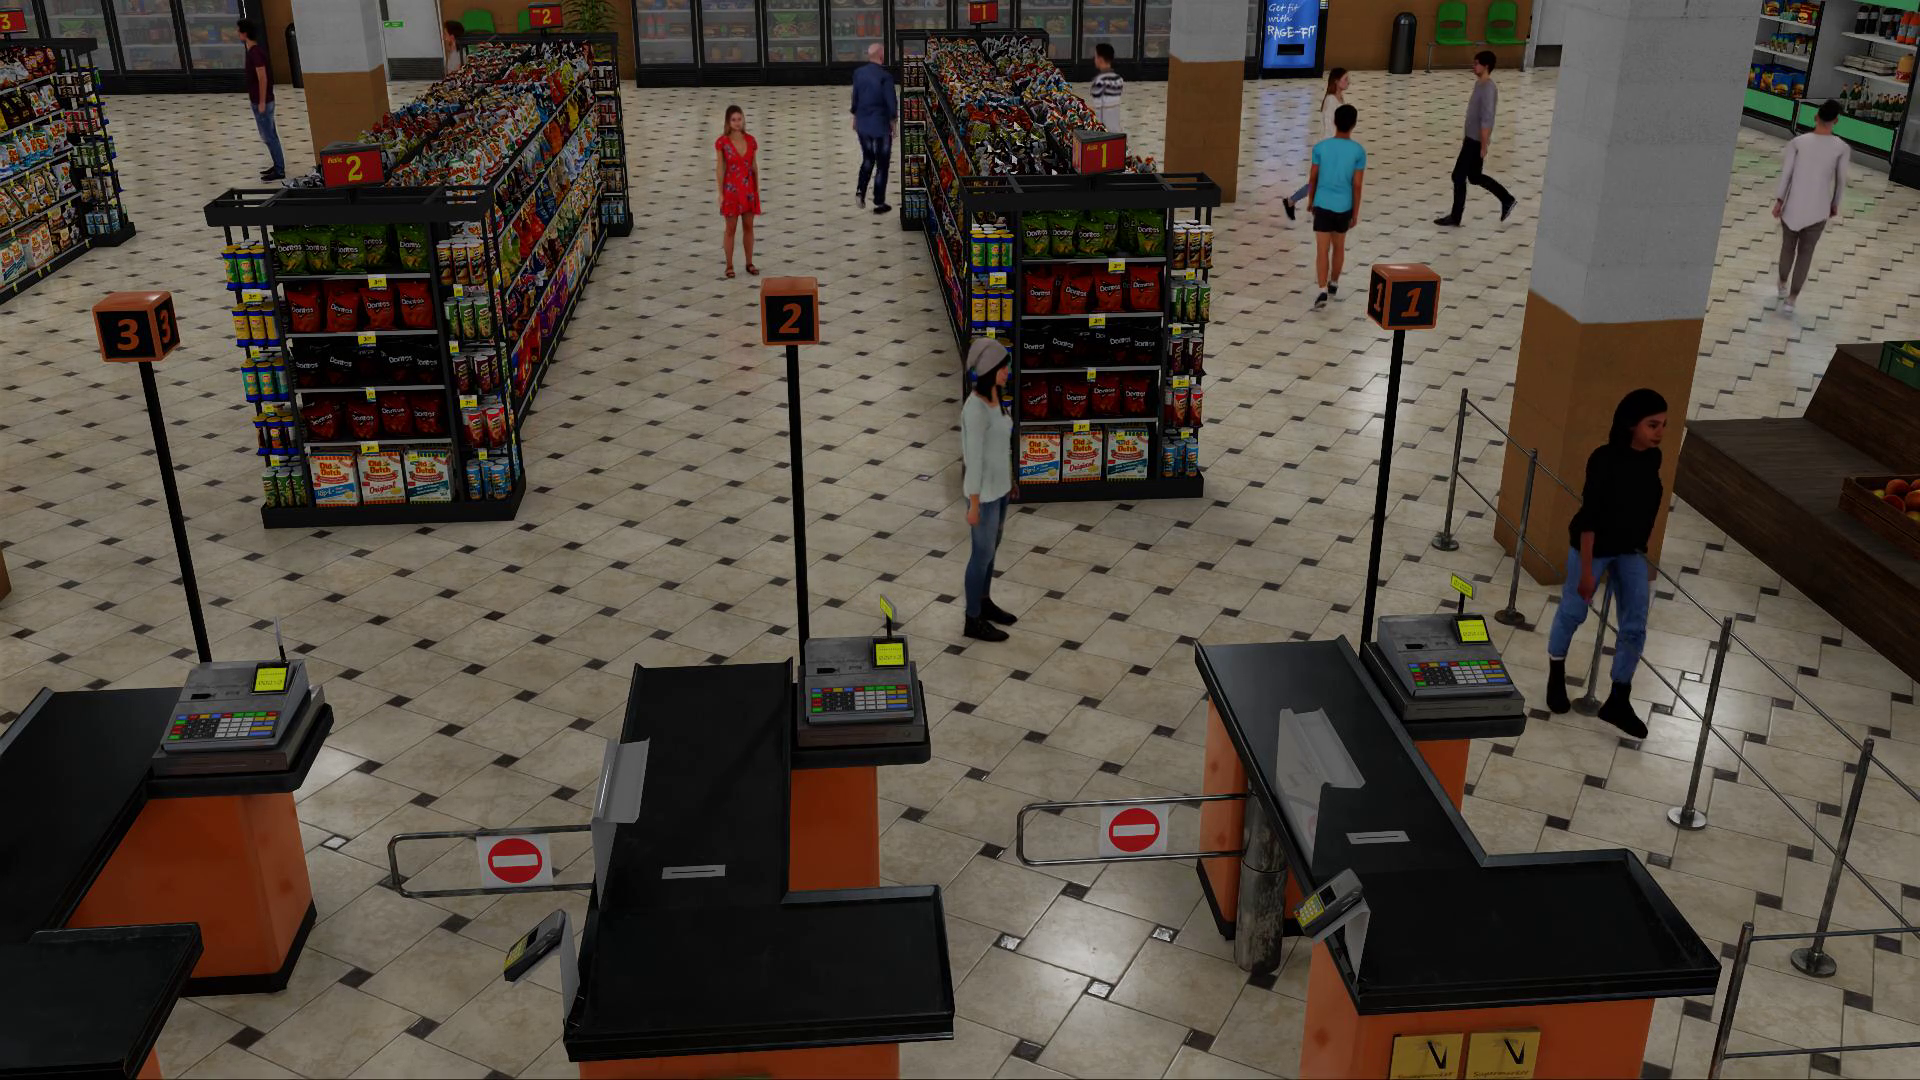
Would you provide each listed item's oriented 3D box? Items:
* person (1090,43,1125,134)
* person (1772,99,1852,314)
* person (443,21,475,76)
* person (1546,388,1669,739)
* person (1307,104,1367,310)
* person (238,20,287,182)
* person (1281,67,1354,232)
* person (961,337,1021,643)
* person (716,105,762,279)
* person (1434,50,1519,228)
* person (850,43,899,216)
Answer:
[{"bbox_3d":[1.619,-4.300,17.710,1.232,1.815,1.163,19,30,37],"label":"person"},{"bbox_3d":[7.352,-2.850,14.443,1.076,1.778,1.280,11,26,24],"label":"person"},{"bbox_3d":[-5.613,-4.997,19.249,0.911,1.858,1.227,3,24,7],"label":"person"},{"bbox_3d":[3.037,0.053,7.927,0.657,1.682,0.852,-3,24,-6],"label":"person"},{"bbox_3d":[3.249,-2.863,14.525,0.826,1.735,1.208,4,24,9],"label":"person"},{"bbox_3d":[-8.323,-5.251,19.838,0.775,1.851,0.574,-8,25,-18],"label":"person"},{"bbox_3d":[3.782,-4.042,17.302,1.045,1.669,1.039,14,27,29],"label":"person"},{"bbox_3d":[0.133,-0.273,8.717,0.699,1.647,0.541,5,24,12],"label":"person"},{"bbox_3d":[-2.080,-3.285,15.667,0.639,1.592,0.638,-10,26,-22],"label":"person"},{"bbox_3d":[5.504,-4.171,17.416,0.944,1.815,1.106,4,24,10],"label":"person"},{"bbox_3d":[-0.966,-4.412,17.974,0.889,1.808,0.921,13,27,28],"label":"person"}]
